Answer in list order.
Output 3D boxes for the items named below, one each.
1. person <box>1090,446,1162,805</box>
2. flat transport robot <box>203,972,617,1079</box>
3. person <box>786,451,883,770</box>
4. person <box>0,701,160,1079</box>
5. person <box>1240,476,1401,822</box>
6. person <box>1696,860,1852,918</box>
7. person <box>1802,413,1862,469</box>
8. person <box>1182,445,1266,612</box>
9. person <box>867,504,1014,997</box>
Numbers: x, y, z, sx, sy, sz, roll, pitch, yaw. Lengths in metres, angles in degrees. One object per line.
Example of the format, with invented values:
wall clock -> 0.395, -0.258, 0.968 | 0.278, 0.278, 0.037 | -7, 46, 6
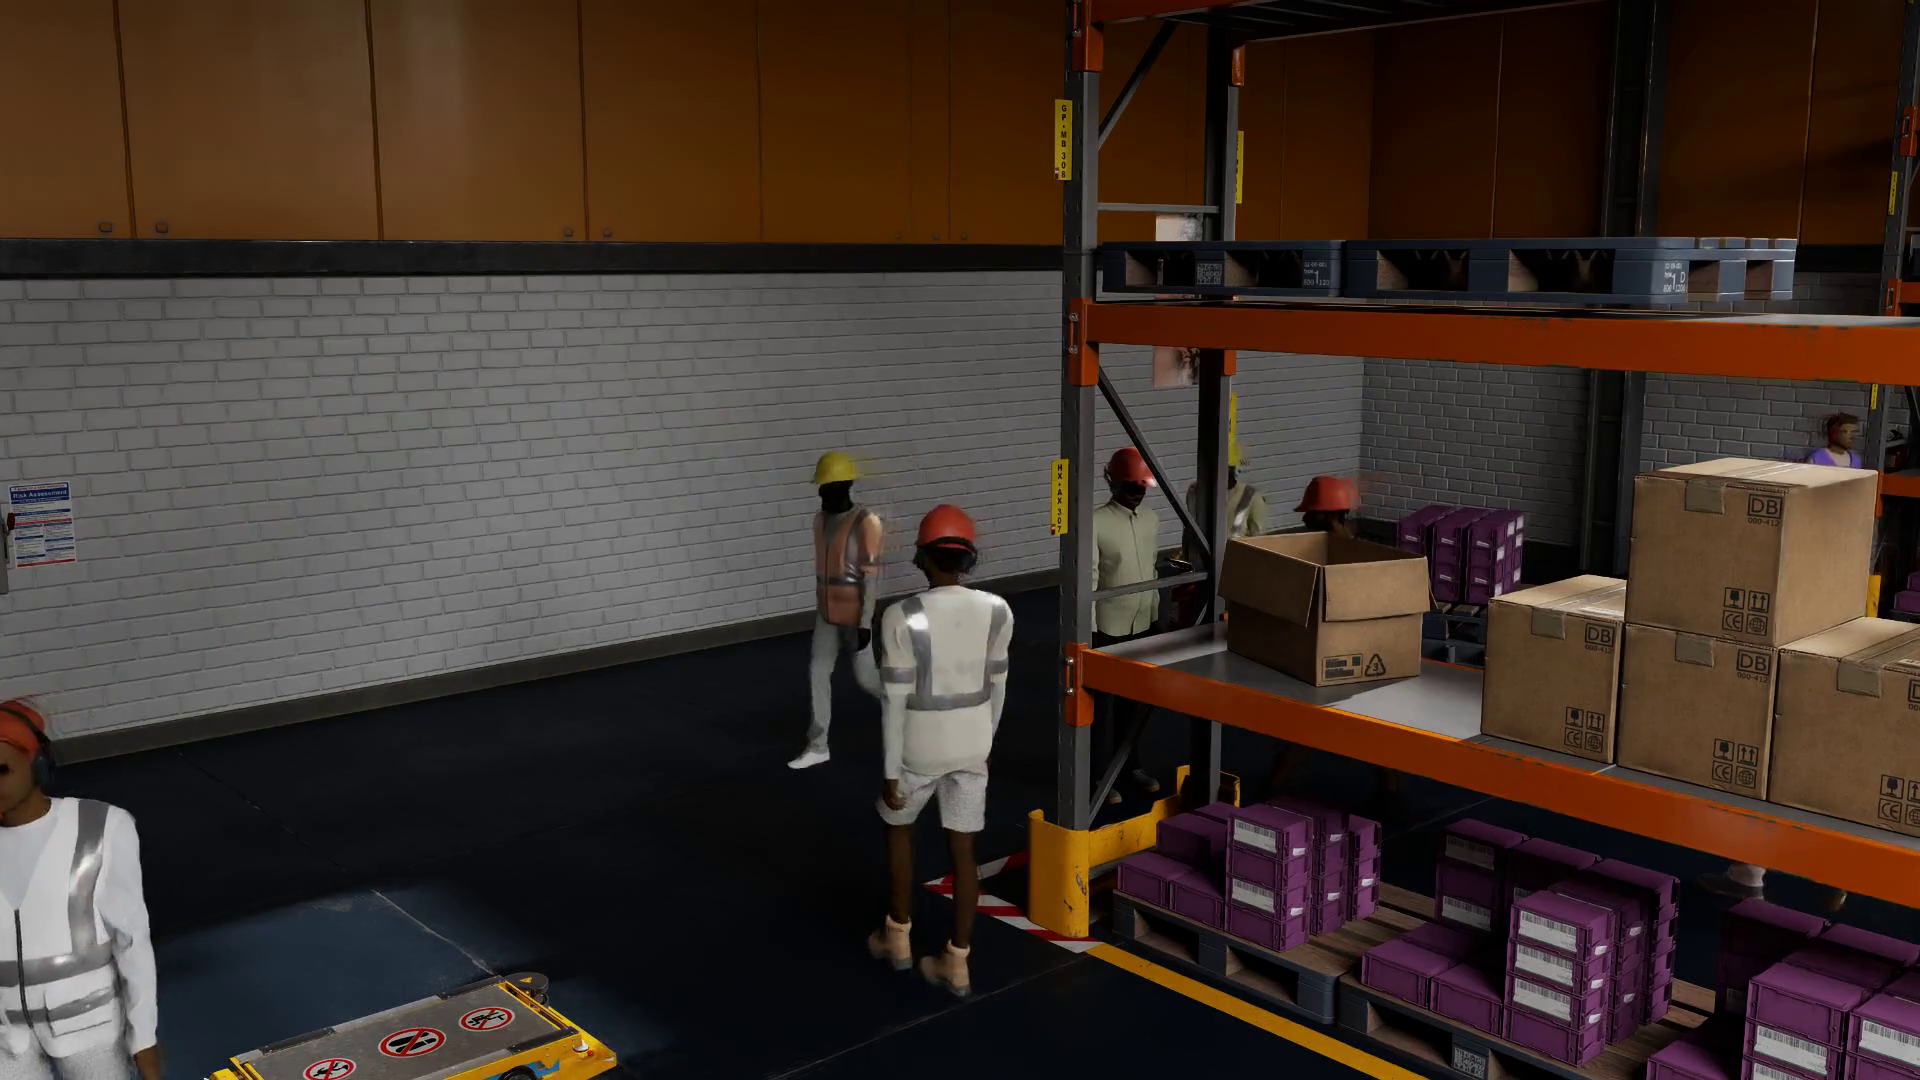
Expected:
person -> 0.910, 0.464, 9.308 | 0.610, 1.990, 0.389 | -8, 13, -40
flat transport robot -> -2.018, 1.903, 5.912 | 1.431, 0.197, 0.652 | -8, 13, -41
person -> -0.640, 0.400, 9.967 | 0.588, 1.896, 0.865 | 9, 13, 42
person -> -2.504, 1.330, 4.632 | 0.594, 1.862, 0.830 | -2, 10, -10
person -> 1.931, 0.600, 8.824 | 0.984, 1.883, 0.565 | -1, 10, -3
person -> 3.774, 0.774, 7.567 | 0.625, 1.969, 0.692 | -8, 12, -38
person -> 6.733, -0.073, 12.894 | 0.582, 1.832, 0.448 | -4, 11, -24
person -> 1.761, 0.214, 11.271 | 0.621, 1.816, 0.431 | 6, 12, 33
person -> -0.116, 0.851, 6.968 | 0.627, 2.015, 0.747 | -5, 11, -26
